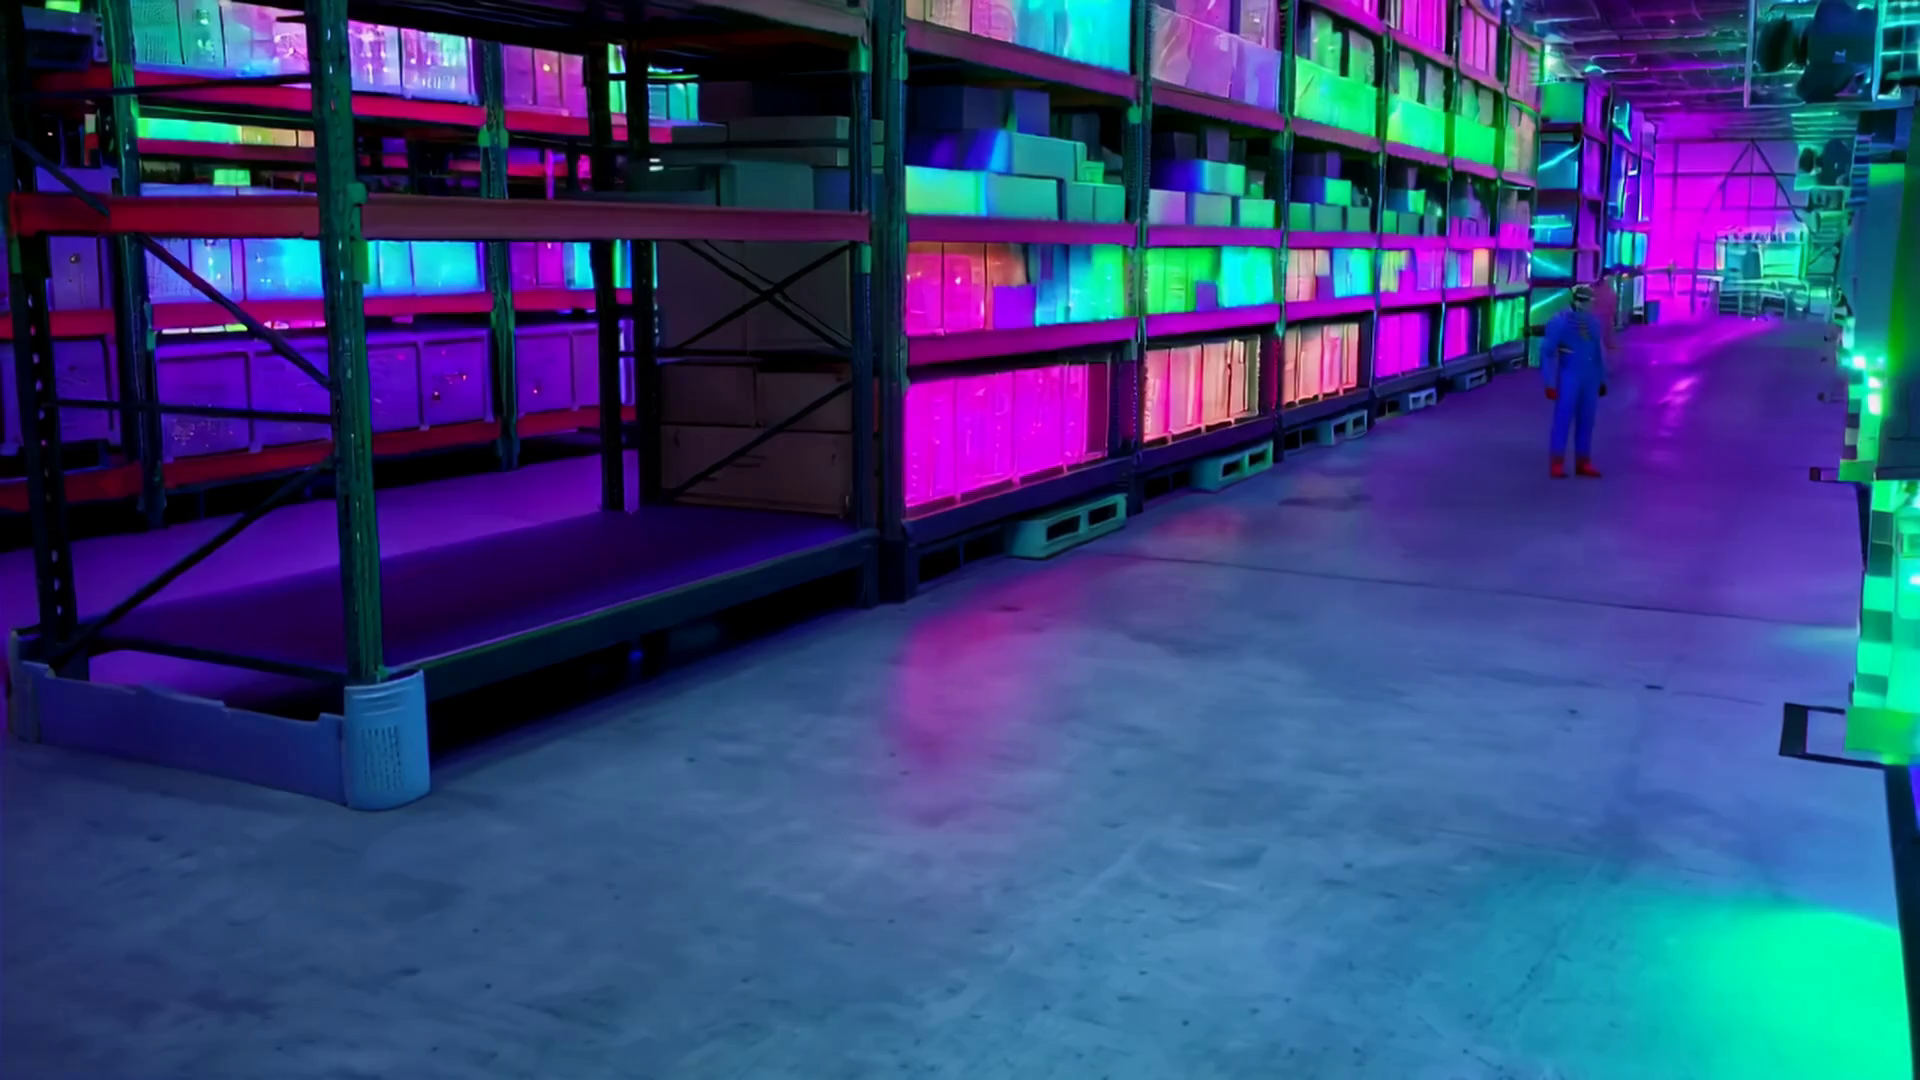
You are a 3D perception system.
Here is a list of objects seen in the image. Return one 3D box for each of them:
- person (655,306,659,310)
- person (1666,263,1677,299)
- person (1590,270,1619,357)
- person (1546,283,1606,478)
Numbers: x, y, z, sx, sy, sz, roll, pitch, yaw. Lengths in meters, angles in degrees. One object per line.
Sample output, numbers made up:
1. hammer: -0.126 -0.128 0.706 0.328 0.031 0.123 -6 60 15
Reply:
1. person: -4.741 -3.345 26.484 0.539 1.930 0.390 -5 11 -26
2. person: 33.912 -12.332 79.194 0.539 1.687 0.319 -8 13 -40
3. person: 10.954 -3.688 28.564 0.649 1.890 0.564 1 10 7
4. person: 5.981 -1.540 16.126 0.656 1.894 0.401 -3 10 -18
